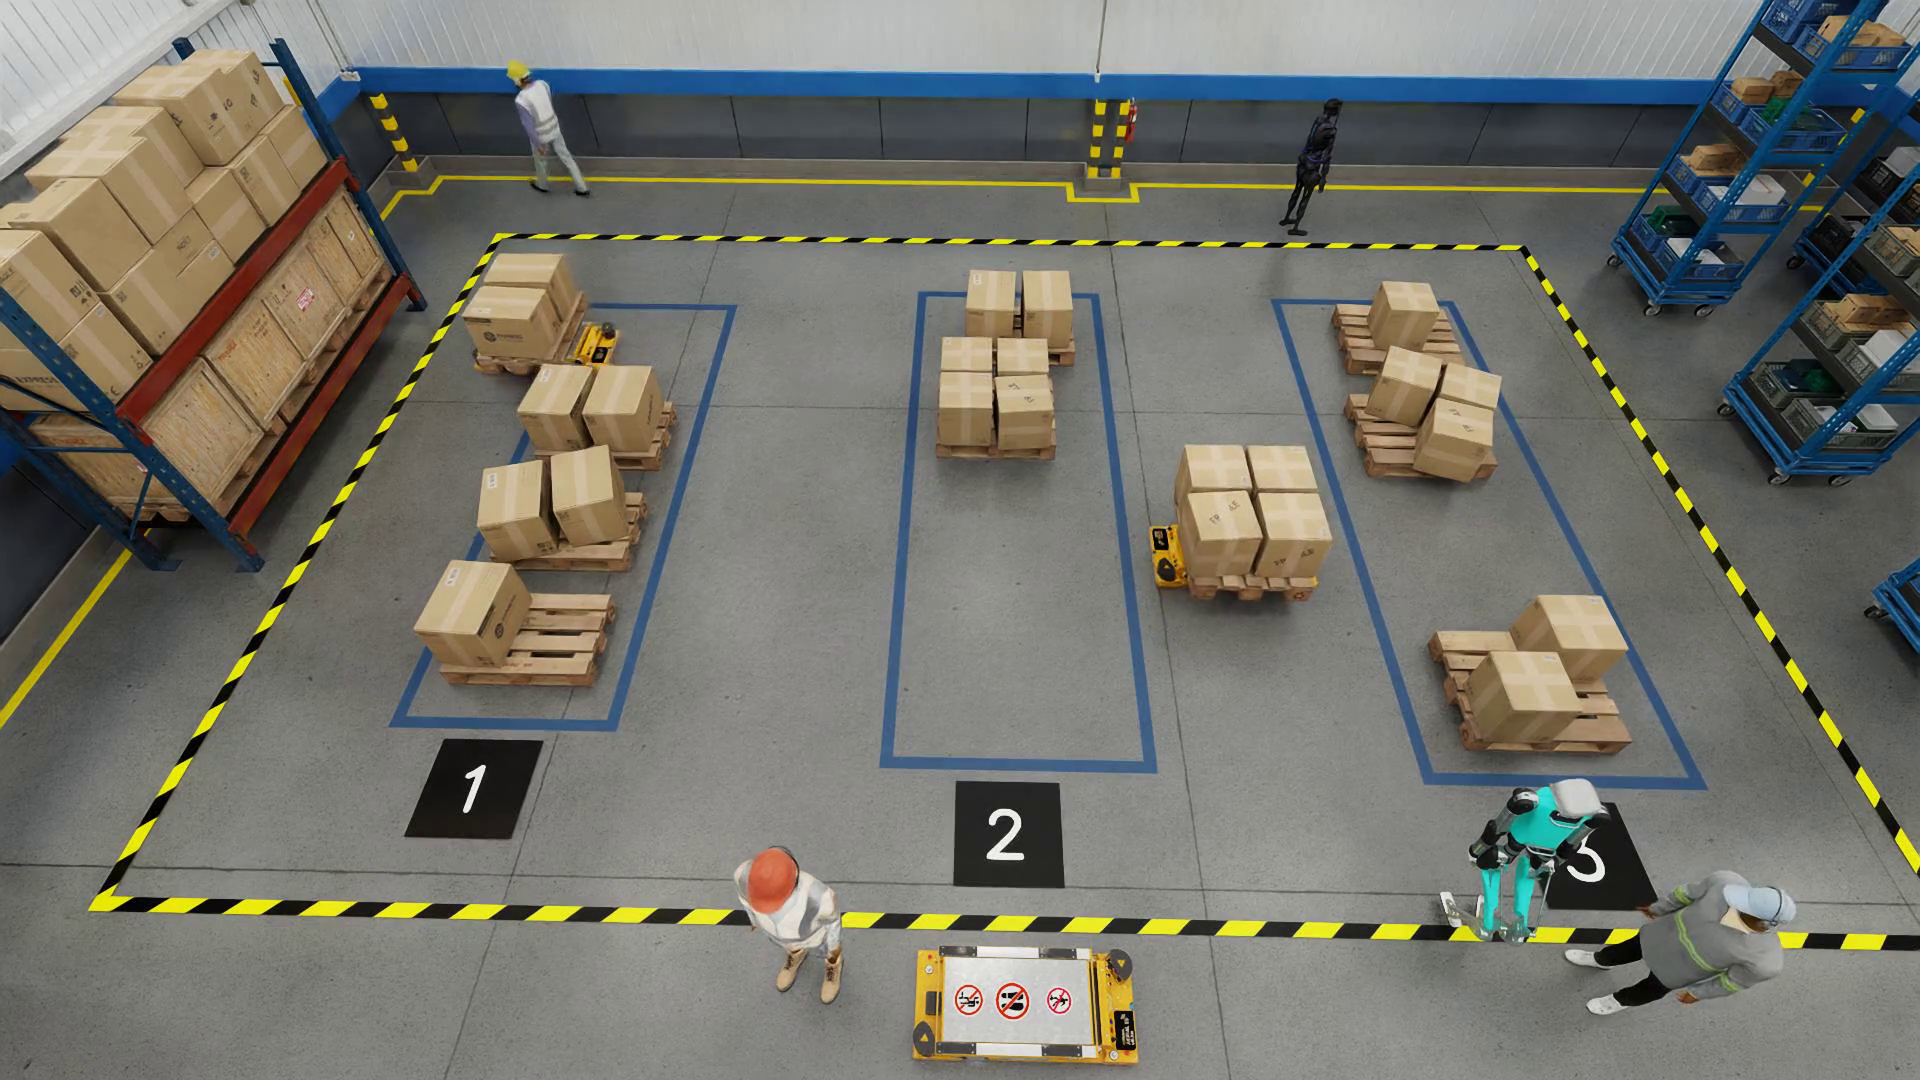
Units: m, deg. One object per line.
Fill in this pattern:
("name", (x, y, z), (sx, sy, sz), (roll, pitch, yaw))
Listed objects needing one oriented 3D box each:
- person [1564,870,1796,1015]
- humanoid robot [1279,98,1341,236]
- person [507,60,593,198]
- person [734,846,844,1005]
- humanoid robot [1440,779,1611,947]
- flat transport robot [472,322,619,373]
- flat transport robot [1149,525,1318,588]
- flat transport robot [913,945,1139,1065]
("person", (4.299, 2.438, 5.479), (0.396, 1.849, 0.587), (1, 51, 1))
("humanoid robot", (4.353, -4.614, 11.329), (0.315, 1.657, 0.599), (-7, 51, -6))
("person", (-5.396, -5.274, 11.810), (0.779, 1.807, 0.598), (23, 55, 18))
("person", (-0.989, 2.309, 5.457), (0.612, 2.047, 0.360), (12, 52, 10))
("humanoid robot", (3.496, 2.137, 5.709), (0.533, 1.677, 0.735), (9, 51, 7))
("flat transport robot", (-4.620, -2.166, 10.234), (1.431, 0.197, 0.652), (1, 51, 1))
("flat transport robot", (2.488, 0.119, 8.371), (1.431, 0.197, 0.652), (1, 51, 1))
("flat transport robot", (0.422, 3.041, 6.007), (1.431, 0.231, 0.659), (1, 51, 1))
